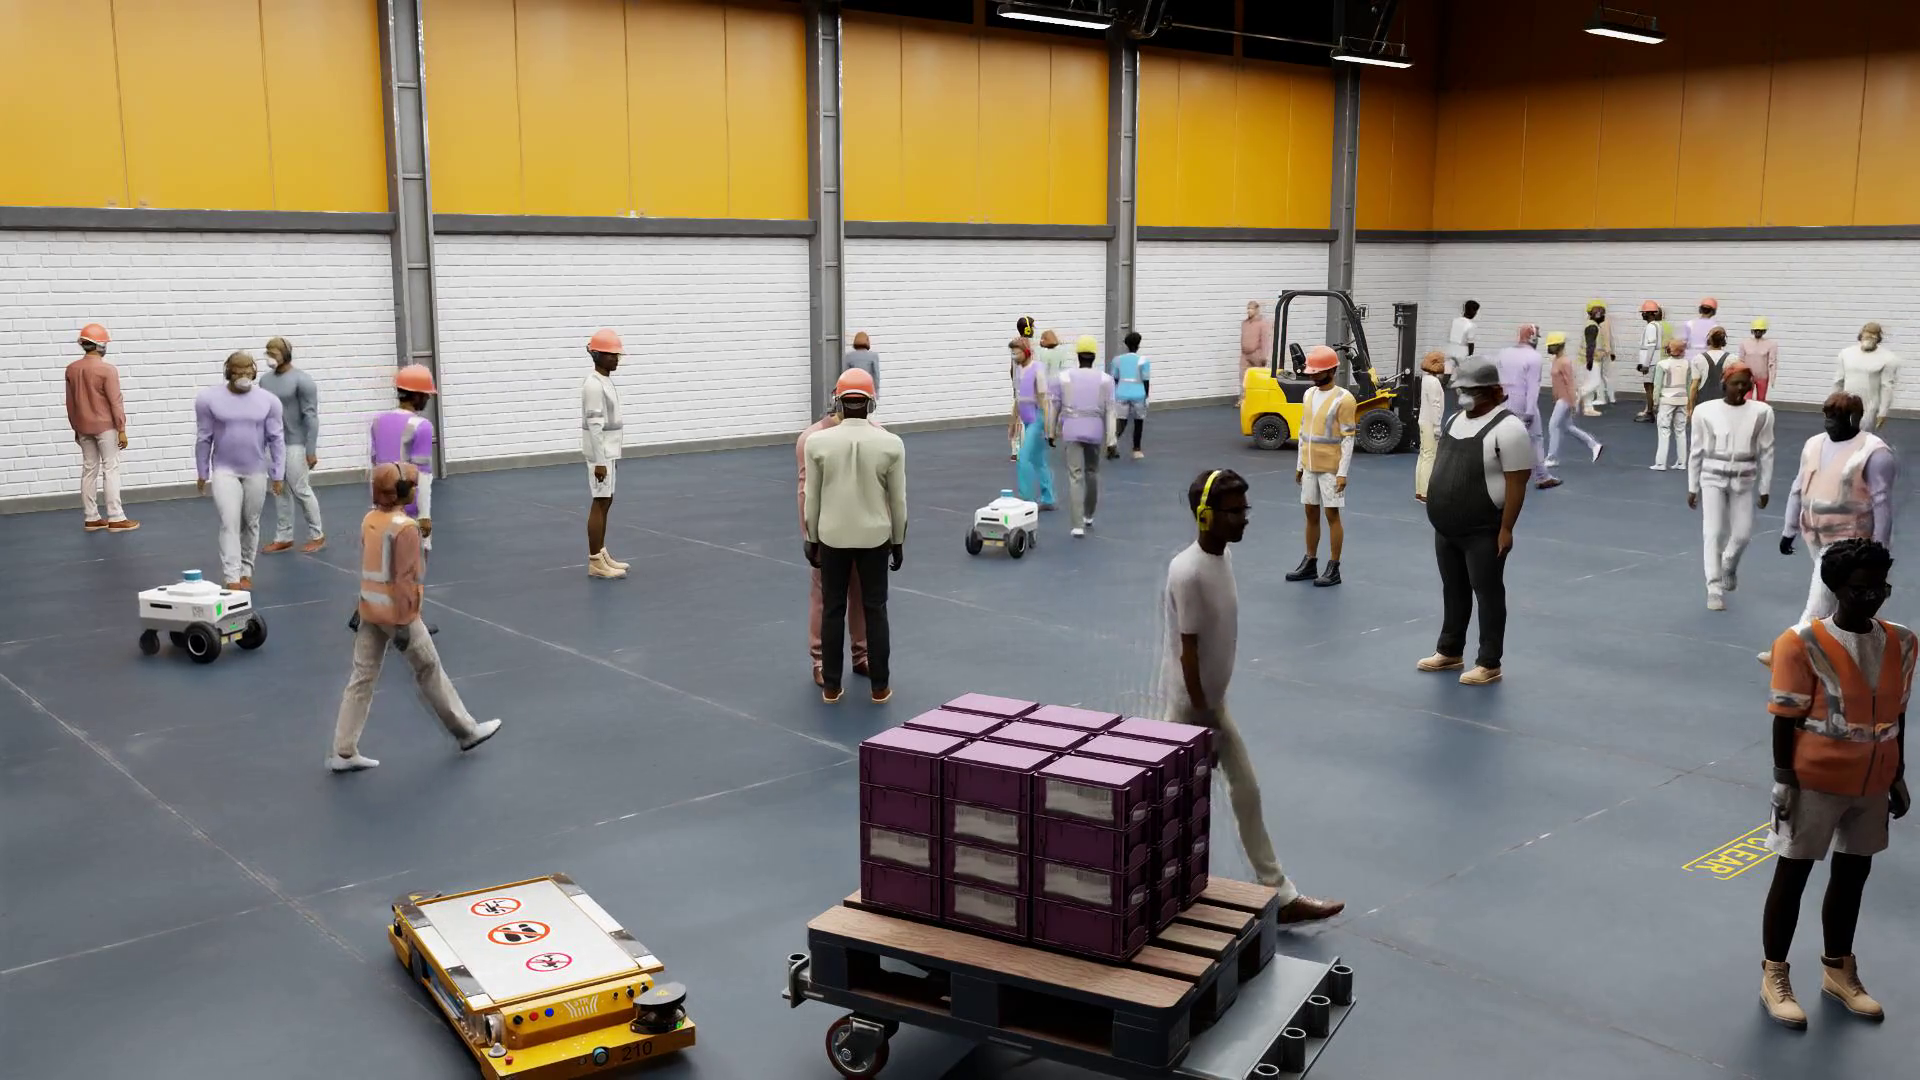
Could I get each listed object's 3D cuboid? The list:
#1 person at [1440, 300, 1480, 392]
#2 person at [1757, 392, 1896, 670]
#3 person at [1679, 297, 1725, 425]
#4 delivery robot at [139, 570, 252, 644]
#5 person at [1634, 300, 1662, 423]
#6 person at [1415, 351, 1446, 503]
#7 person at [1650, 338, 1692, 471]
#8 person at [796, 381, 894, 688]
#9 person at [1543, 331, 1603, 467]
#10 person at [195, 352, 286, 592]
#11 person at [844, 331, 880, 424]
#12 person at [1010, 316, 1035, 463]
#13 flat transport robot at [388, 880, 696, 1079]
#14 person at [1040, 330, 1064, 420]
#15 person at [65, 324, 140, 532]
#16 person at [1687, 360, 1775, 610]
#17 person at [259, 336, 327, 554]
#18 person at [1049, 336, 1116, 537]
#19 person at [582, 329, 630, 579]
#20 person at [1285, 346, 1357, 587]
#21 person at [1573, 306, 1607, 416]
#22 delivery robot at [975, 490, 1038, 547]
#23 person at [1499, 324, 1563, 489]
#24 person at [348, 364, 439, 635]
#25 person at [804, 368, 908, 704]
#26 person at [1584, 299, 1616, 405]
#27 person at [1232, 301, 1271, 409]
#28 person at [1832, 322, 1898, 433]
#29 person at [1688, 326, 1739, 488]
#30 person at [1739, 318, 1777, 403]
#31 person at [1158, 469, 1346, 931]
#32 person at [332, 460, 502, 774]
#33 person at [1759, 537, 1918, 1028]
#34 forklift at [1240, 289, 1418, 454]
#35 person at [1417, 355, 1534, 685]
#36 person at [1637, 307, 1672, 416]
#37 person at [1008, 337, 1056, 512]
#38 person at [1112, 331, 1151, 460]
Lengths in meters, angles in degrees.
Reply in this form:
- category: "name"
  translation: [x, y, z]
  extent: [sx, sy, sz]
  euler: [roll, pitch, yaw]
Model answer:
- category: "person"
  translation: [8.464, -3.115, 28.234]
  extent: [0.969, 1.913, 0.653]
  euler: [-8, 12, -38]
- category: "person"
  translation: [5.439, -0.031, 10.438]
  extent: [0.977, 1.790, 0.649]
  euler: [-3, 10, -16]
- category: "person"
  translation: [11.400, -2.731, 25.621]
  extent: [0.640, 2.013, 0.628]
  euler: [6, 11, 31]
- category: "delivery robot"
  translation: [-5.066, 0.443, 11.014]
  extent: [0.707, 0.478, 0.477]
  euler: [3, 10, 19]
- category: "person"
  translation: [10.906, -2.825, 26.383]
  extent: [0.376, 1.935, 0.550]
  euler: [6, 11, 29]
- category: "person"
  translation: [5.044, -1.205, 17.780]
  extent: [0.286, 1.636, 0.500]
  euler: [0, 10, 3]
- category: "person"
  translation: [8.763, -1.660, 20.462]
  extent: [0.517, 1.627, 0.324]
  euler: [-2, 10, -11]
- category: "person"
  translation: [-0.684, -0.053, 10.267]
  extent: [0.643, 1.901, 0.400]
  euler: [-5, 11, -29]
- category: "person"
  translation: [7.650, -1.755, 20.789]
  extent: [0.779, 1.719, 0.532]
  euler: [2, 10, 9]
- category: "person"
  translation: [-5.516, -0.488, 12.811]
  extent: [0.639, 1.897, 0.925]
  euler: [-5, 11, -29]
- category: "person"
  translation: [-1.343, -2.044, 22.760]
  extent: [0.523, 1.626, 0.318]
  euler: [2, 10, 12]
- category: "person"
  translation: [0.836, -1.917, 21.264]
  extent: [0.329, 1.872, 0.507]
  euler: [-5, 11, -29]
- category: "flat transport robot"
  translation: [-1.523, 1.507, 5.891]
  extent: [0.652, 0.197, 1.431]
  euler: [-6, 11, -32]
- category: "person"
  translation: [1.321, -2.168, 23.550]
  extent: [0.846, 1.595, 0.516]
  euler: [8, 12, 38]
- category: "person"
  translation: [-8.241, -1.071, 15.948]
  extent: [0.625, 1.991, 0.394]
  euler: [3, 10, 18]
- category: "person"
  translation: [5.790, -0.427, 12.547]
  extent: [0.585, 1.867, 0.638]
  euler: [3, 10, 17]
- category: "person"
  translation: [-5.961, -0.834, 14.734]
  extent: [0.640, 1.940, 0.380]
  euler: [5, 11, 26]
- category: "person"
  translation: [1.165, -0.999, 15.884]
  extent: [0.602, 1.873, 0.999]
  euler: [-1, 10, -4]
- category: "person"
  translation: [-2.899, -0.704, 13.661]
  extent: [0.386, 2.039, 0.615]
  euler: [-1, 10, -4]
- category: "person"
  translation: [2.892, -0.590, 13.327]
  extent: [0.372, 1.928, 0.543]
  euler: [-6, 12, -33]
- category: "person"
  translation: [10.392, -2.947, 27.436]
  extent: [0.495, 1.823, 0.652]
  euler: [4, 11, 24]
- category: "delivery robot"
  translation: [0.417, -0.203, 14.799]
  extent: [0.477, 0.478, 0.707]
  euler: [5, 11, 26]
- category: "person"
  translation: [6.396, -1.490, 18.748]
  extent: [0.929, 1.863, 0.665]
  euler: [-4, 11, -23]
- category: "person"
  translation: [-3.843, -0.245, 11.386]
  extent: [0.577, 1.904, 0.648]
  euler: [6, 11, 32]
- category: "person"
  translation: [-0.612, -0.017, 9.826]
  extent: [0.607, 1.987, 0.412]
  euler: [-1, 10, -4]
- category: "person"
  translation: [11.356, -3.332, 29.526]
  extent: [0.676, 1.877, 0.497]
  euler: [-8, 12, -39]
- category: "person"
  translation: [5.145, -3.218, 28.883]
  extent: [0.876, 1.879, 0.650]
  euler: [-8, 13, -40]
- category: "person"
  translation: [9.939, -1.445, 18.365]
  extent: [0.423, 1.915, 0.659]
  euler: [-9, 13, -41]
- category: "person"
  translation: [8.534, -1.495, 18.860]
  extent: [0.506, 1.847, 0.343]
  euler: [4, 10, 21]
- category: "person"
  translation: [11.762, -2.409, 24.552]
  extent: [0.531, 1.733, 0.844]
  euler: [6, 11, 30]
- category: "person"
  translation: [1.037, 0.647, 6.383]
  extent: [0.911, 1.827, 0.536]
  euler: [6, 11, 32]
- category: "person"
  translation: [-2.869, 0.386, 8.592]
  extent: [0.536, 1.586, 0.895]
  euler: [9, 13, 43]
- category: "person"
  translation: [3.013, 0.826, 5.709]
  extent: [0.539, 1.696, 0.317]
  euler: [-2, 10, -10]
- category: "forklift"
  translation: [5.034, -2.339, 22.783]
  extent: [2.313, 2.155, 1.214]
  euler: [3, 10, 16]
- category: "person"
  translation: [3.149, -0.132, 10.314]
  extent: [0.538, 2.000, 0.690]
  euler: [-4, 11, -24]
- category: "person"
  translation: [11.398, -2.926, 27.342]
  extent: [0.623, 1.820, 0.440]
  euler: [-8, 13, -40]
- category: "person"
  translation: [0.678, -1.170, 17.070]
  extent: [0.725, 1.799, 0.597]
  euler: [-3, 10, -18]
- category: "person"
  translation: [2.178, -1.841, 21.391]
  extent: [0.538, 1.674, 0.649]
  euler: [5, 11, 27]
